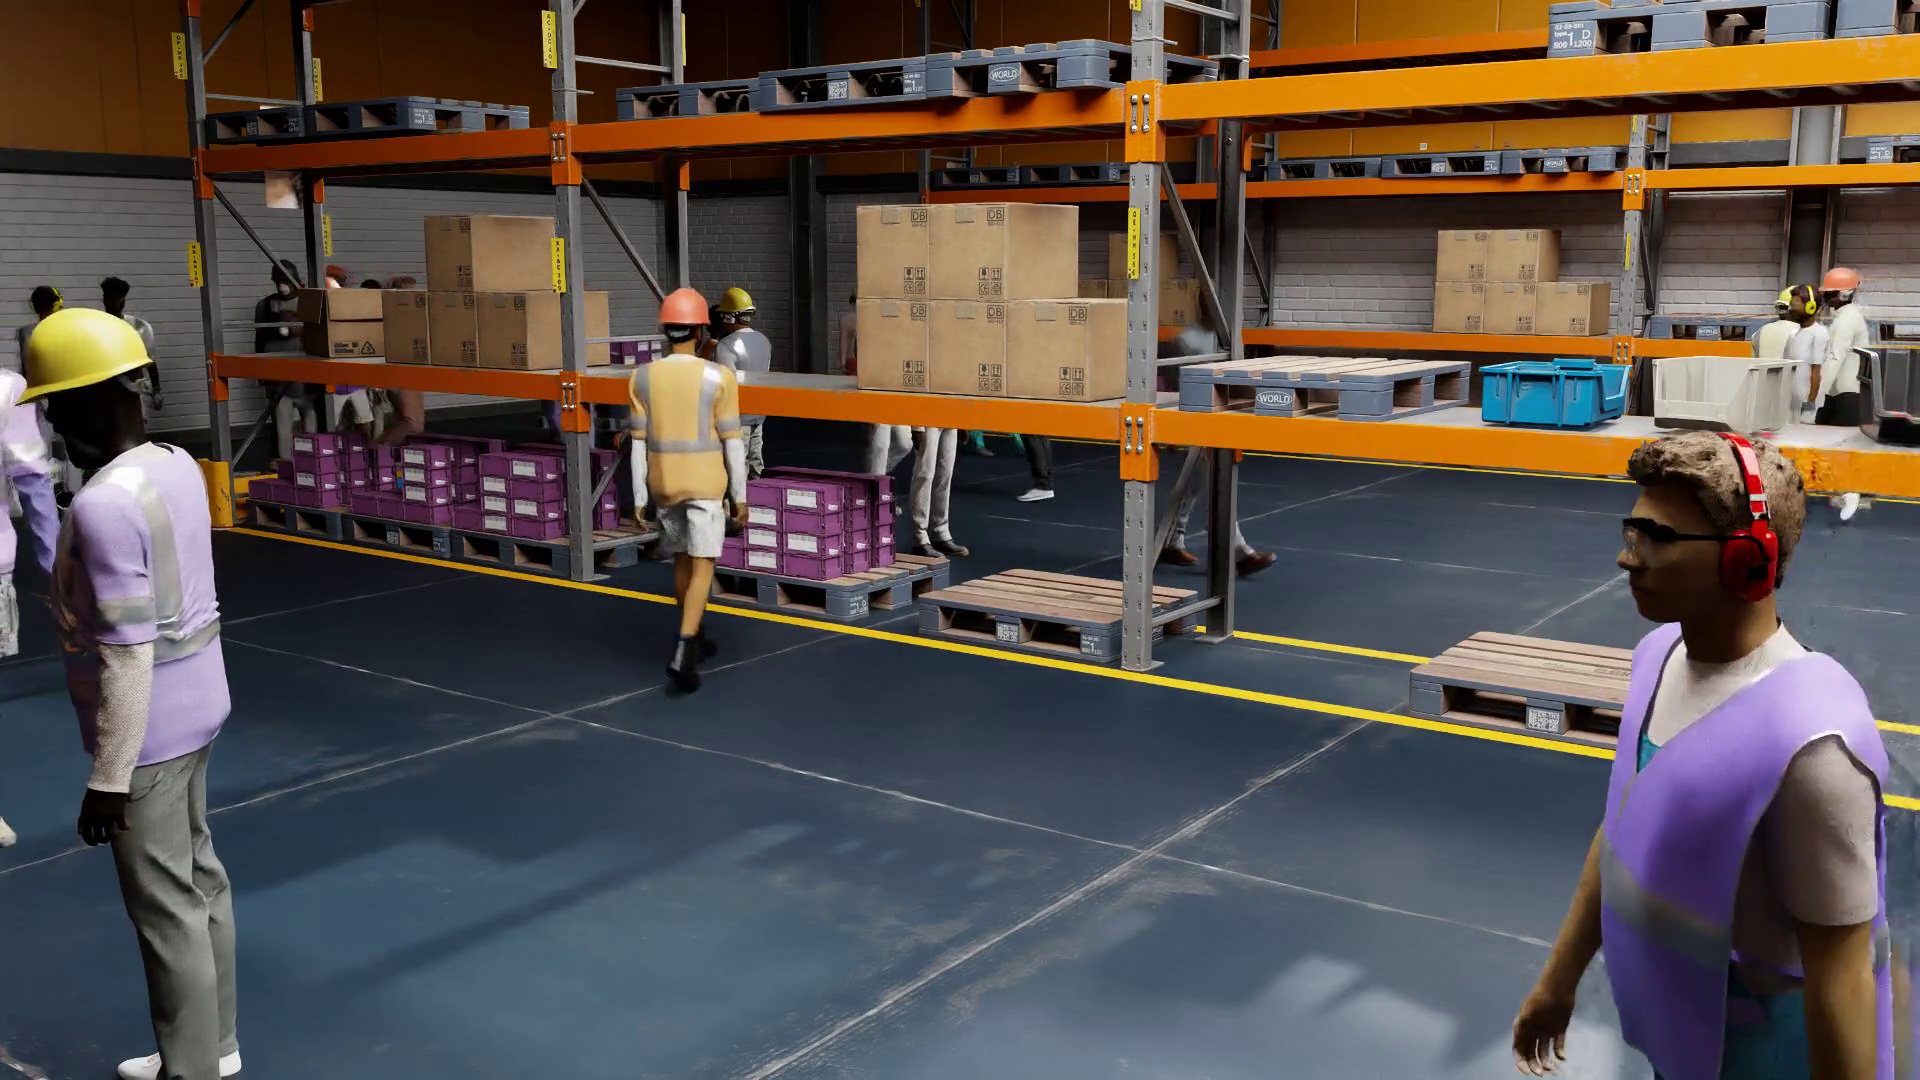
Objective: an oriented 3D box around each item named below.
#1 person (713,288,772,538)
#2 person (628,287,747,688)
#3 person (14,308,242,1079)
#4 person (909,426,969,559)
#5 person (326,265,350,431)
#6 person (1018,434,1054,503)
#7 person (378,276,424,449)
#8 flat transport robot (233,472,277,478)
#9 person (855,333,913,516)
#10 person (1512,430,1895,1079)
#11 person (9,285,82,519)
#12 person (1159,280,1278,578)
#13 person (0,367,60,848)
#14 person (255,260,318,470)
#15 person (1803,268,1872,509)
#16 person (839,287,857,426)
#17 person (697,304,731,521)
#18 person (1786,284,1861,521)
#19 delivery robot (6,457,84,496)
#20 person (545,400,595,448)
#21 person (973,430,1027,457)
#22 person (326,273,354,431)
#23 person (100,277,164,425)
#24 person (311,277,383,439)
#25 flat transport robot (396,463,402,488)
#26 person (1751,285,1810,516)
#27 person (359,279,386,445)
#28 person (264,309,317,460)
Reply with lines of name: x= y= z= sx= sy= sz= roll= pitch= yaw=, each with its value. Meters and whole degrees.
person: x=-1.579 y=-0.872 z=11.850 sx=0.404 sy=1.833 sz=0.590 roll=4 pitch=10 yaw=22
person: x=-1.320 y=-0.262 z=8.024 sx=0.557 sy=1.904 sz=0.931 roll=2 pitch=10 yaw=11
person: x=-1.891 y=0.434 z=3.823 sx=0.379 sy=1.918 sz=0.585 roll=-2 pitch=10 yaw=-11
person: x=-0.144 y=-0.797 z=11.256 sx=0.358 sy=1.882 sz=0.574 roll=7 pitch=12 yaw=35
person: x=-6.770 y=-2.003 z=18.165 sx=0.523 sy=1.971 sz=0.606 roll=-8 pitch=12 yaw=-38
person: x=0.682 y=-1.269 z=14.028 sx=0.526 sy=1.896 sz=0.761 roll=5 pitch=11 yaw=29
person: x=-5.049 y=-1.426 z=14.988 sx=0.528 sy=1.890 sz=0.660 roll=0 pitch=10 yaw=0
flat transport robot: x=-6.403 y=-0.410 z=13.741 sx=1.431 sy=0.197 sz=0.652 roll=-4 pitch=10 yaw=-23
person: x=-0.609 y=-1.103 z=13.223 sx=0.468 sy=1.836 sz=0.664 roll=5 pitch=11 yaw=27
person: x=1.026 y=0.735 z=2.402 sx=0.997 sy=1.787 sz=0.580 roll=1 pitch=10 yaw=6
person: x=-7.102 y=-1.045 z=12.893 sx=0.584 sy=1.844 sz=0.744 roll=3 pitch=10 yaw=17
person: x=1.676 y=-0.717 z=10.743 sx=1.007 sy=1.883 sz=0.648 roll=8 pitch=13 yaw=41
person: x=-3.345 y=0.093 z=5.561 sx=0.659 sy=2.021 sz=0.632 roll=9 pitch=13 yaw=42
person: x=-6.467 y=-1.685 z=16.077 sx=0.688 sy=2.000 sz=0.536 roll=-1 pitch=10 yaw=-7
person: x=7.090 y=-1.239 z=13.644 sx=0.919 sy=1.954 sz=0.640 roll=5 pitch=11 yaw=27
person: x=-1.207 y=-2.209 z=20.125 sx=0.515 sy=1.727 sz=0.838 roll=-3 pitch=10 yaw=-17
person: x=-1.879 y=-0.992 z=12.998 sx=0.336 sy=1.690 sz=0.533 roll=-4 pitch=11 yaw=-25
person: x=6.482 y=-1.016 z=12.669 sx=0.710 sy=1.848 sz=0.523 roll=1 pitch=10 yaw=3
delivery robot: x=-7.374 y=-0.512 z=13.224 sx=0.707 sy=0.478 sz=0.477 roll=-4 pitch=10 yaw=-23
person: x=-3.625 y=-1.526 z=15.593 sx=0.474 sy=1.881 sz=0.685 roll=5 pitch=11 yaw=26
person: x=0.466 y=-1.698 z=17.037 sx=0.824 sy=1.729 sz=0.553 roll=6 pitch=11 yaw=31
person: x=-6.223 y=-1.696 z=16.618 sx=0.923 sy=1.878 sz=0.638 roll=8 pitch=12 yaw=39
person: x=-7.324 y=-1.343 z=14.510 sx=0.639 sy=1.905 sz=0.938 roll=-3 pitch=10 yaw=-18
person: x=-5.257 y=-1.295 z=14.221 sx=0.615 sy=1.896 sz=0.410 roll=-6 pitch=11 yaw=-32
flat transport robot: x=-5.104 y=-0.527 z=14.438 sx=1.431 sy=0.197 sz=0.652 roll=-7 pitch=12 yaw=-37
person: x=6.578 y=-1.108 z=13.265 sx=0.403 sy=1.827 sz=0.601 roll=-4 pitch=10 yaw=-21
person: x=-5.812 y=-1.649 z=16.448 sx=0.536 sy=1.839 sz=0.628 roll=-3 pitch=10 yaw=-16
person: x=-5.985 y=-1.284 z=14.996 sx=0.498 sy=1.601 sz=0.781 roll=-1 pitch=10 yaw=-6
